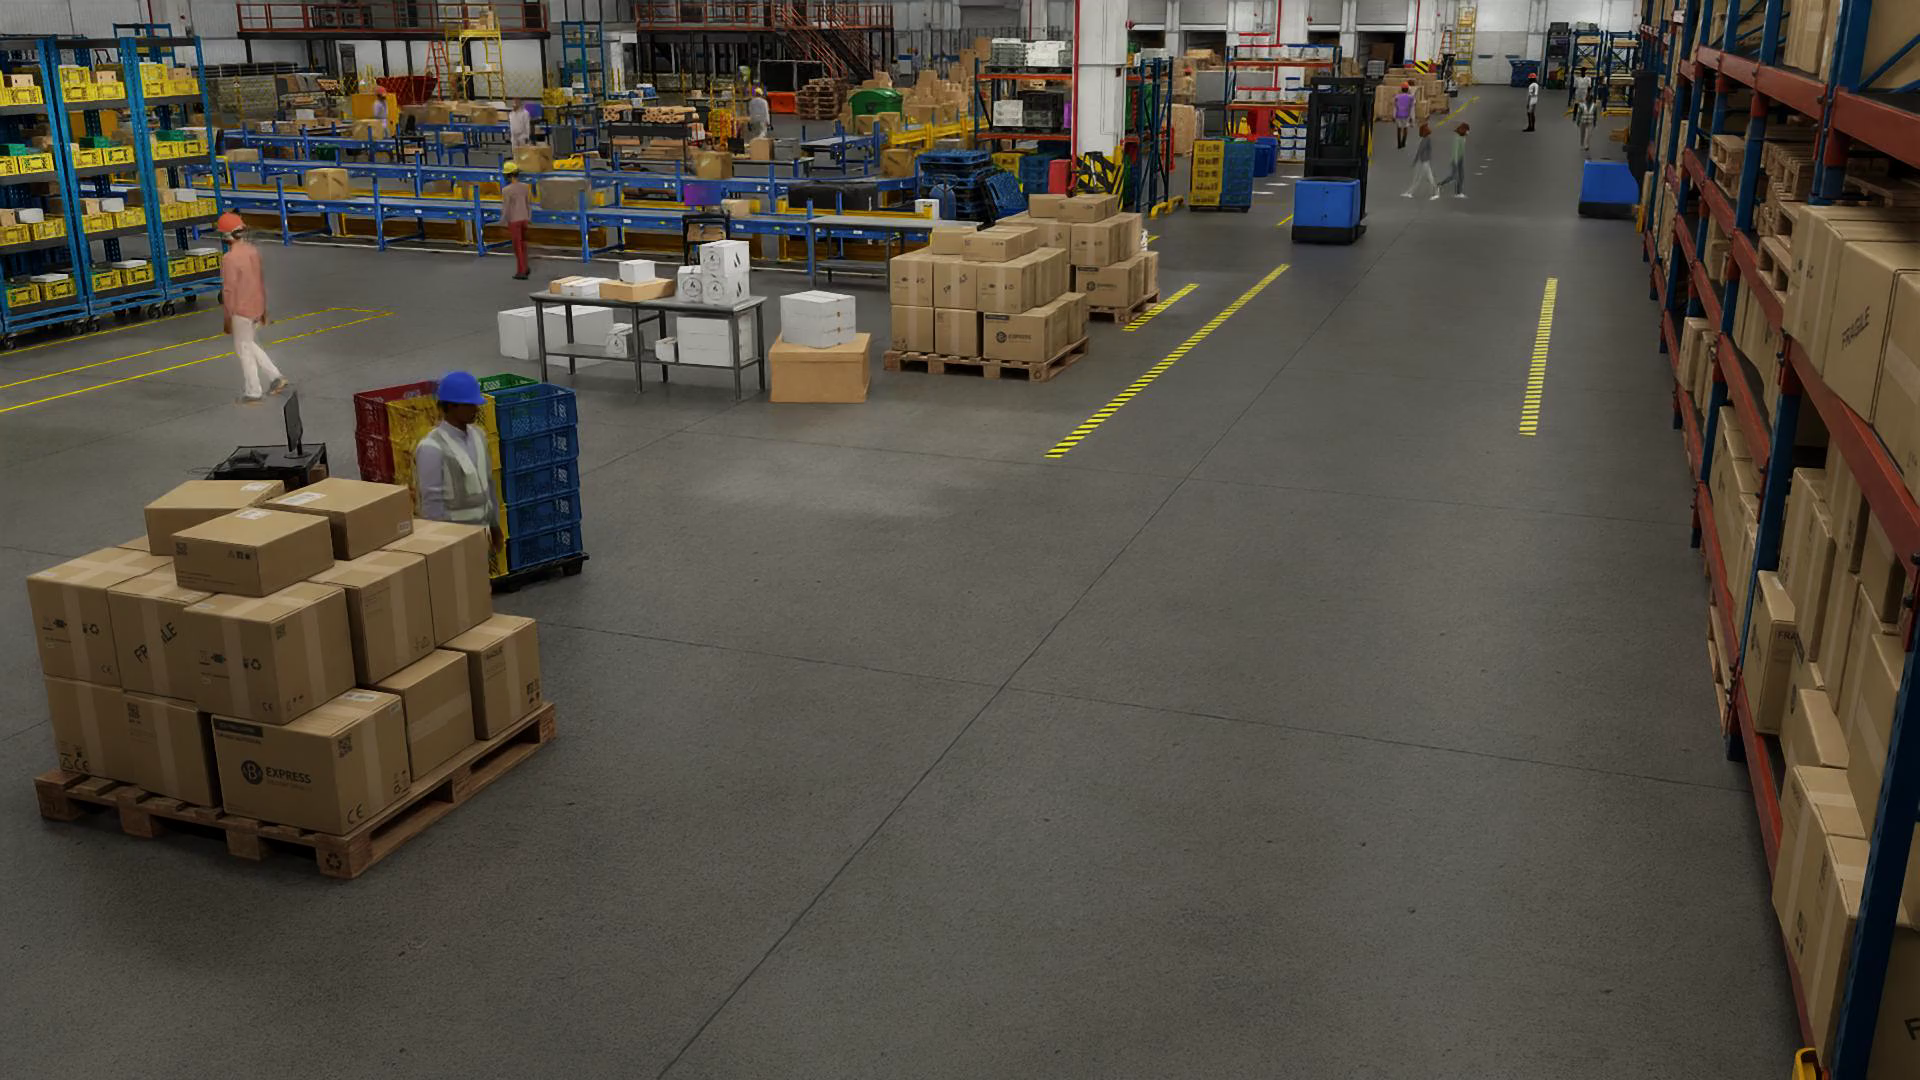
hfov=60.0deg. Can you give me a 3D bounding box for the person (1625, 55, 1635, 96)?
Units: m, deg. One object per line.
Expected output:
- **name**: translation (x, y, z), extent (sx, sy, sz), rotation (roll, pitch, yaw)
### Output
- **person**: translation (32.001, -22.144, 79.268), extent (0.377, 1.937, 0.629), rotation (13, 22, 34)

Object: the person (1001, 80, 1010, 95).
- **person**: translation (1.731, -18.099, 66.672), extent (0.528, 1.866, 0.313), rotation (1, 18, 4)

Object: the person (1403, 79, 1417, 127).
- **person**: translation (15.732, -15.259, 58.117), extent (0.518, 1.636, 0.312), rotation (-7, 19, -22)

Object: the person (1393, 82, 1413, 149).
- **person**: translation (13.052, -12.520, 49.047), extent (0.549, 1.922, 0.400), rotation (5, 18, 15)

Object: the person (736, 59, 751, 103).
- **person**: translation (-9.608, -20.273, 73.479), extent (0.960, 1.871, 0.608), rotation (16, 23, 40)

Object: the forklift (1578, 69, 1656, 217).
- **forklift**: translation (13.219, -7.740, 32.475), extent (1.873, 2.768, 1.129), rotation (6, 19, 18)

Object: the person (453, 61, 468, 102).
- **person**: translation (-22.267, -20.384, 73.963), extent (0.948, 1.810, 0.517), rotation (6, 18, 17)

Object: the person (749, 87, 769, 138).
- **person**: translation (-5.801, -12.097, 47.888), extent (0.599, 1.819, 0.590), rotation (6, 19, 19)

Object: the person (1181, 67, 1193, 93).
- **person**: translation (8.430, -16.492, 61.546), extent (0.544, 1.919, 0.577), rotation (16, 23, 40)

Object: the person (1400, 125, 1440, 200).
- **person**: translation (9.987, -8.125, 35.782), extent (0.875, 1.582, 0.521), rotation (9, 20, 26)

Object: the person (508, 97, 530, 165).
- **person**: translation (-10.874, -9.999, 41.186), extent (0.643, 1.883, 0.829), rotation (6, 19, 18)

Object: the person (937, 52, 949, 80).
- **person**: translation (-0.895, -24.962, 88.274), extent (0.594, 1.831, 0.979), rotation (-3, 18, -8)

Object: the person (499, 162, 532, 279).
- **person**: translation (-6.735, -4.814, 25.089), extent (0.438, 1.751, 0.554), rotation (10, 20, 28)

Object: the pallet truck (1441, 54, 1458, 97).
- **pallet truck**: translation (22.765, -21.886, 78.355), extent (0.823, 1.965, 1.885), rotation (-4, 18, -14)

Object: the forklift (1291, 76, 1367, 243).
- **forklift**: translation (6.598, -6.755, 29.381), extent (1.129, 2.768, 1.873), rotation (6, 19, 19)

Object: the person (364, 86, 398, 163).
- **person**: translation (-15.467, -11.046, 44.285), extent (0.794, 2.018, 0.608), rotation (3, 18, 10)

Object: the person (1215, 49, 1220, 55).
- **person**: translation (13.899, -25.863, 91.009), extent (0.988, 1.914, 0.601), rotation (7, 19, 22)

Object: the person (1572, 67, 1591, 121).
- **person**: translation (22.864, -16.410, 61.223), extent (0.609, 1.958, 0.376), rotation (6, 19, 17)

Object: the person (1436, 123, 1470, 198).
- **person**: translation (10.762, -8.254, 36.143), extent (0.645, 1.603, 0.514), rotation (13, 22, 34)

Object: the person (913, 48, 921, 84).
- **person**: translation (-2.404, -26.177, 91.938), extent (0.551, 1.934, 0.373), rotation (14, 22, 36)

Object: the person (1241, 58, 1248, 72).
- **person**: translation (13.489, -21.965, 78.812), extent (0.474, 1.866, 0.603), rotation (3, 18, 9)

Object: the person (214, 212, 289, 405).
- **person**: translation (-7.312, -2.344, 16.994), extent (0.443, 1.979, 0.616), rotation (2, 18, 6)

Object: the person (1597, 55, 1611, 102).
- **person**: translation (28.838, -20.687, 74.518), extent (0.624, 2.000, 0.701), rotation (14, 23, 38)

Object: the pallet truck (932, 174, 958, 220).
- **pallet truck**: translation (-0.507, -5.292, 27.348), extent (0.653, 1.274, 1.630), rotation (6, 19, 19)

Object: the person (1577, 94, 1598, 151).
- **person**: translation (18.315, -12.204, 48.589), extent (0.536, 1.594, 0.872), rotation (6, 19, 19)

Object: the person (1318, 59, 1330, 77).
- **person**: translation (18.691, -24.072, 85.344), extent (0.594, 1.922, 0.387), rotation (-2, 18, -5)

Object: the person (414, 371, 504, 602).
- **person**: translation (-2.910, -0.050, 9.847), extent (0.475, 1.929, 0.634), rotation (4, 18, 13)

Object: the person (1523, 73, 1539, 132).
- **person**: translation (19.217, -14.728, 55.988), extent (0.385, 1.929, 0.541), rotation (15, 23, 40)

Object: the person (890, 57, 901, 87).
- **person**: translation (-3.223, -23.184, 82.866), extent (0.518, 1.718, 0.695), rotation (0, 18, -1)

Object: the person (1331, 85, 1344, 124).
- **person**: translation (11.909, -13.571, 52.607), extent (0.329, 1.767, 0.529), rotation (-11, 20, -30)

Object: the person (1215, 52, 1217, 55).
- **person**: translation (13.458, -24.856, 87.908), extent (0.520, 1.865, 0.332), rotation (-7, 19, -22)
